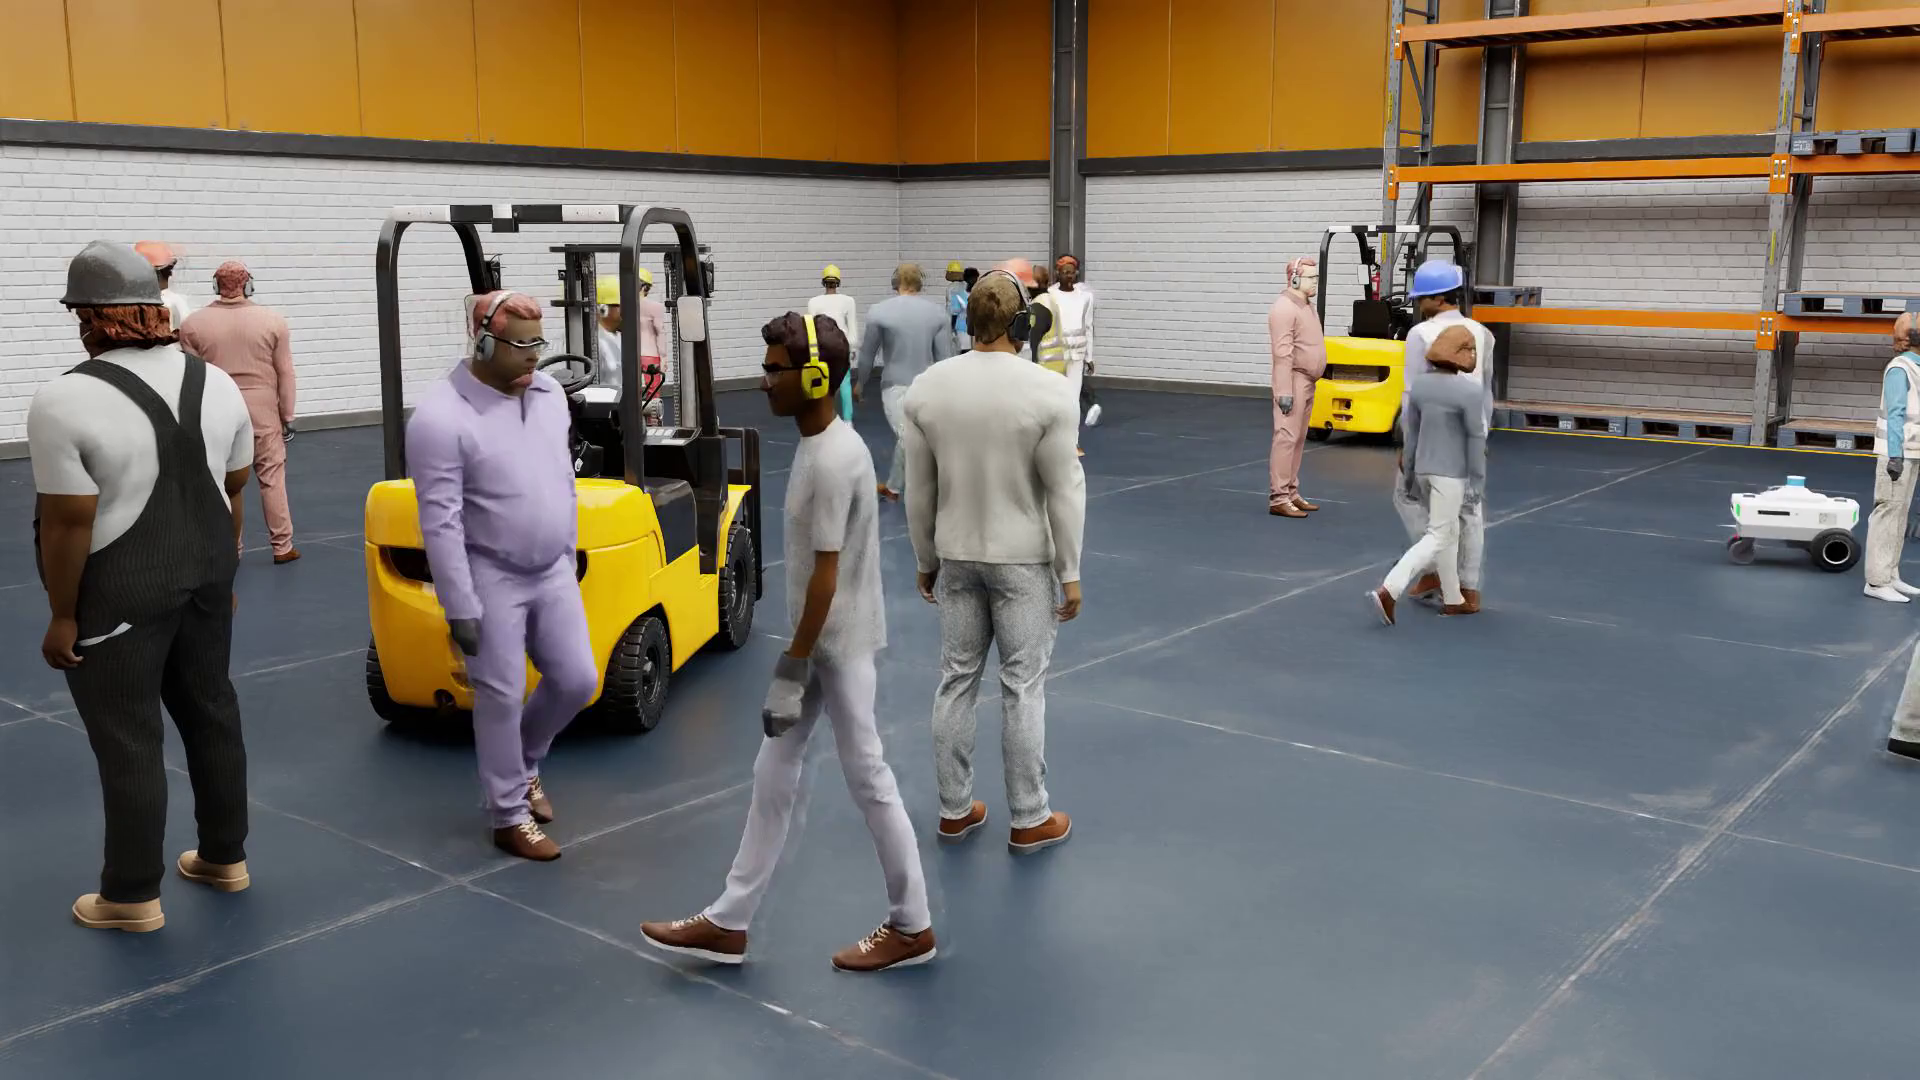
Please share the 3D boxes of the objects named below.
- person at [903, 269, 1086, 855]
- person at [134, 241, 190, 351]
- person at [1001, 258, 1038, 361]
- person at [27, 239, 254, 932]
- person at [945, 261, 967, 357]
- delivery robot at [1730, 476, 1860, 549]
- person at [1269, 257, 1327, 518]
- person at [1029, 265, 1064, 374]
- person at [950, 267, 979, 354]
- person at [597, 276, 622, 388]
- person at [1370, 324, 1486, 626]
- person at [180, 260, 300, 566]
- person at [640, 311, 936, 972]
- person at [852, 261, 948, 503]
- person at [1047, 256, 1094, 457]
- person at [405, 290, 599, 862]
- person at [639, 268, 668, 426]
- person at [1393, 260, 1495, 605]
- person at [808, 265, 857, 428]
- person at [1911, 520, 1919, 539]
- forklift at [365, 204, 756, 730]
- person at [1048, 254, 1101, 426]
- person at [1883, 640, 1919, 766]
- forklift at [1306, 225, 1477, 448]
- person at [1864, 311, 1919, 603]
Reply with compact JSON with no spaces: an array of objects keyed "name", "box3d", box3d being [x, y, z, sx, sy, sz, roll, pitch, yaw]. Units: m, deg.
[{"name":"person","box3d":[0.123,0.081,5.533,0.636,1.939,0.364,5,11,26]},{"name":"person","box3d":[-5.470,-1.030,11.438,0.431,2.024,0.645,-2,10,-11]},{"name":"person","box3d":[0.341,-1.204,12.751,0.841,1.903,0.554,-4,11,-20]},{"name":"person","box3d":[-2.477,0.132,4.968,0.538,2.000,0.683,5,11,24]},{"name":"person","box3d":[-0.063,-2.997,23.129,0.299,1.745,0.483,7,12,34]},{"name":"delivery robot","box3d":[5.224,-0.158,10.434,0.707,0.478,0.477,4,11,21]},{"name":"person","box3d":[2.505,-1.127,12.318,0.407,1.906,0.655,5,11,25]},{"name":"person","box3d":[0.669,-1.447,14.340,0.452,1.824,0.640,0,10,3]},{"name":"person","box3d":[0.110,-2.806,22.240,0.537,1.679,0.647,-3,11,-17]},{"name":"person","box3d":[-2.133,-0.743,10.458,0.734,1.800,0.612,1,10,6]},{"name":"person","box3d":[2.501,-0.339,8.804,0.773,1.602,0.495,-5,11,-25]},{"name":"person","box3d":[-4.483,-0.782,10.406,0.642,1.909,0.399,-3,11,-15]},{"name":"person","box3d":[-0.473,0.314,4.499,0.911,1.835,0.523,-2,10,-11]},{"name":"person","box3d":[-0.408,-1.139,12.495,0.643,1.884,1.062,-6,12,-29]},{"name":"person","box3d":[0.983,-1.709,15.605,0.583,1.882,0.337,-3,11,-18]},{"name":"person","box3d":[-1.464,0.135,5.405,0.448,1.875,0.681,6,12,31]},{"name":"person","box3d":[-3.129,-1.794,16.423,0.524,1.760,0.327,3,11,14]},{"name":"person","box3d":[2.664,-0.567,9.173,0.686,1.918,0.513,-5,11,-24]},{"name":"person","box3d":[-1.376,-2.074,17.949,0.524,1.770,0.315,-2,10,-12]},{"name":"person","box3d":[6.817,-0.842,10.870,0.970,1.869,0.632,6,12,29]},{"name":"forklift","box3d":[-1.766,-0.406,7.525,1.214,2.155,2.313,1,10,7]},{"name":"person","box3d":[1.223,-2.203,18.352,0.595,1.890,0.863,-7,12,-33]},{"name":"person","box3d":[4.019,0.021,6.251,0.887,1.798,0.597,6,12,29]},{"name":"forklift","box3d":[4.449,-2.115,16.993,1.214,2.155,2.313,8,13,38]},{"name":"person","box3d":[5.349,-0.474,9.440,0.307,1.640,0.521,9,14,41]}]
